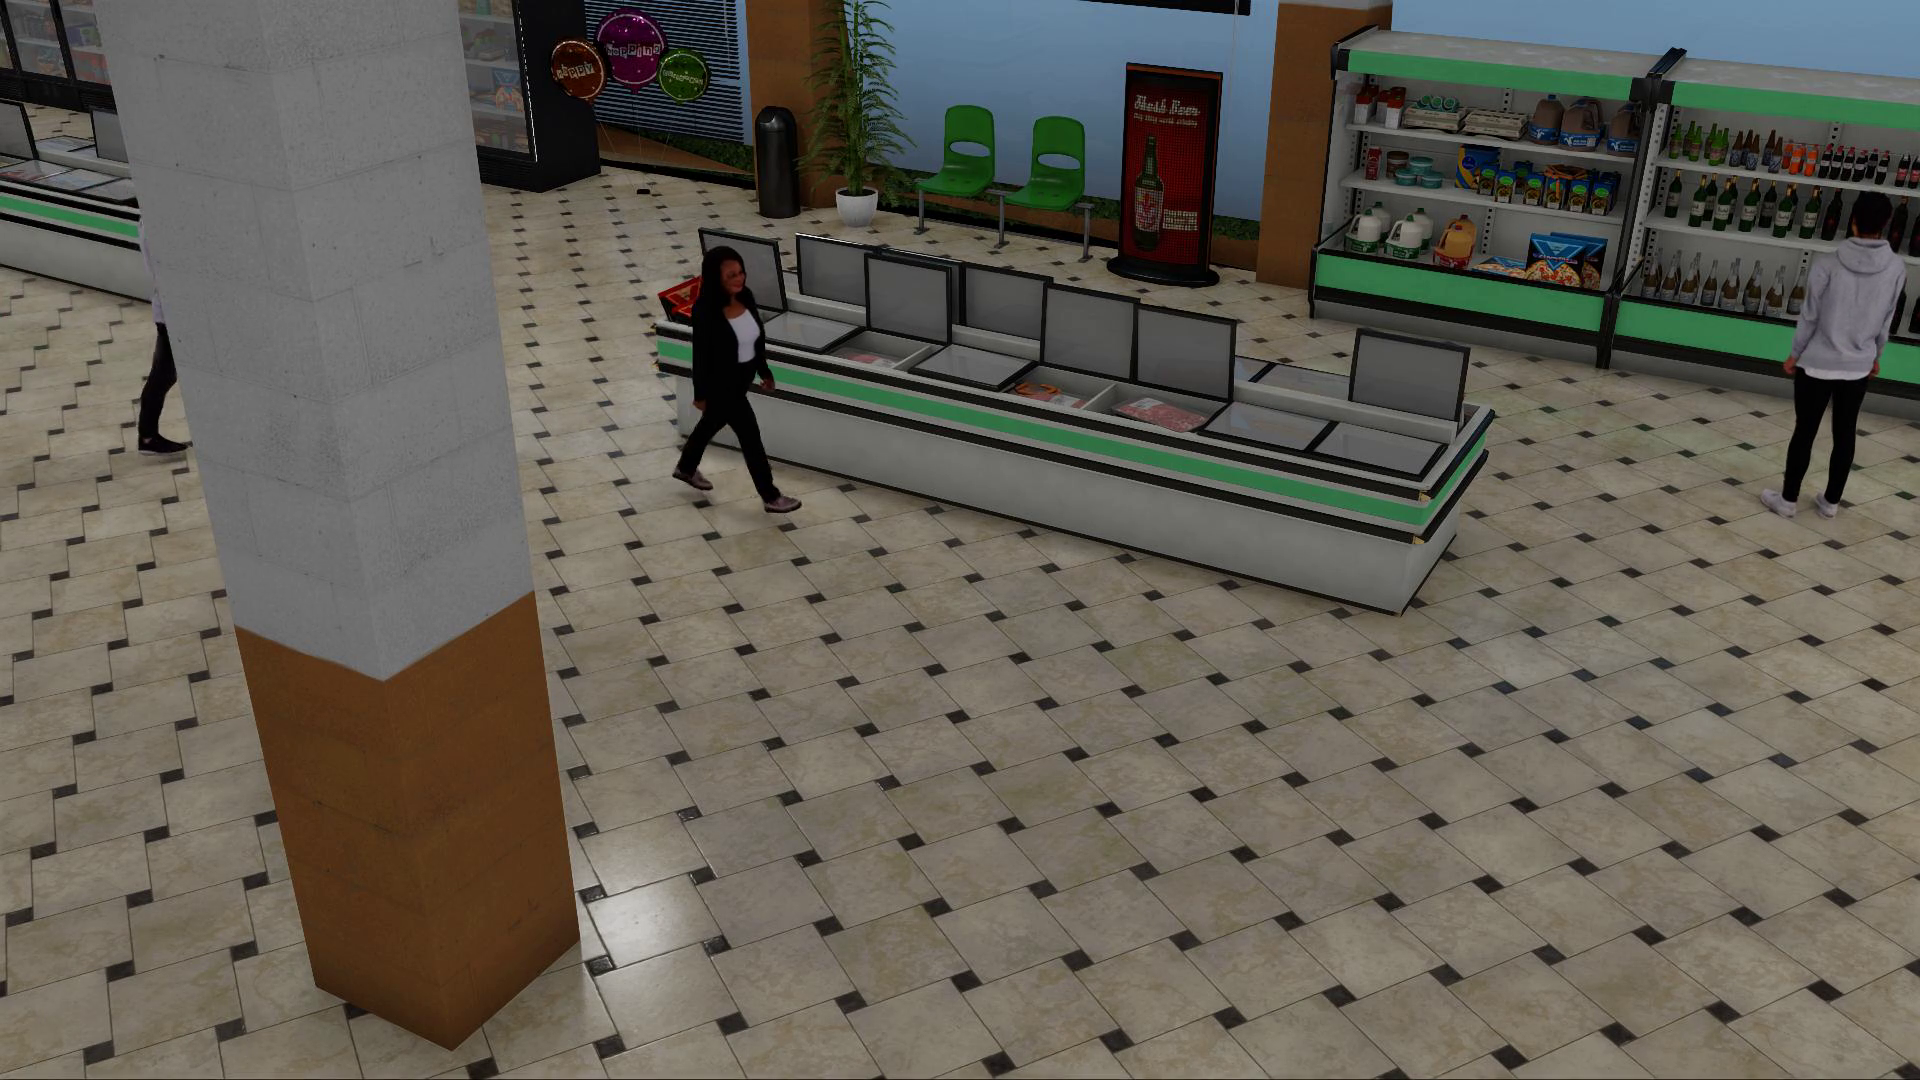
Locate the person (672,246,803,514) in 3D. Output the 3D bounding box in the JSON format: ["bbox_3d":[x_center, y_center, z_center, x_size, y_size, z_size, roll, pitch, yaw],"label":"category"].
[{"bbox_3d":[-1.425,-0.922,9.643,1.188,1.570,0.738,11,29,20],"label":"person"}]

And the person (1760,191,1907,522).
[{"bbox_3d":[4.997,-1.030,9.458,0.688,1.930,0.825,2,27,4],"label":"person"}]
